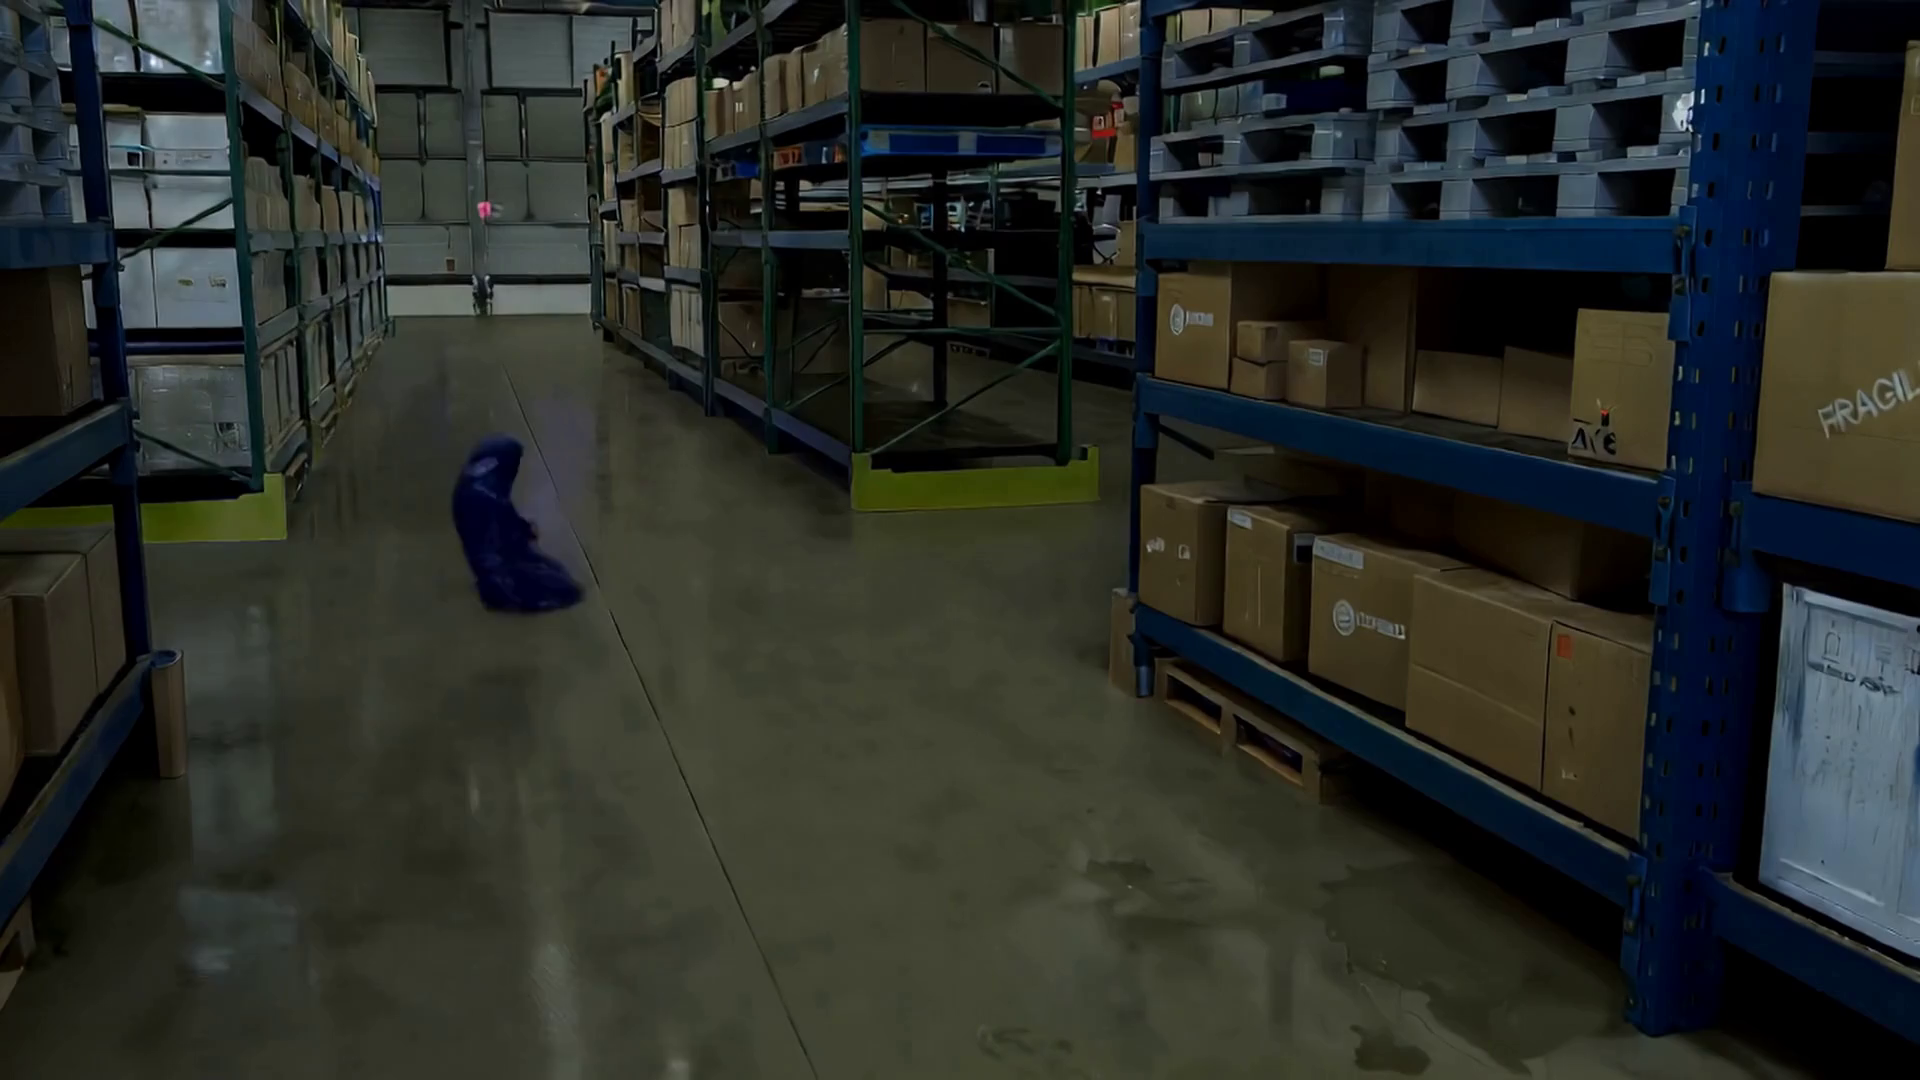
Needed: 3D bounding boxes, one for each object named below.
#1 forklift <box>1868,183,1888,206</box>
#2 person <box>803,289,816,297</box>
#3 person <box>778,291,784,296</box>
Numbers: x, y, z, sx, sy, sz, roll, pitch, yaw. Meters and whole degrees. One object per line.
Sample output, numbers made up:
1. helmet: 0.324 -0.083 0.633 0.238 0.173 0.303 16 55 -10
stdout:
1. forklift: 5.088 -0.917 10.096 1.129 2.768 1.873 -3 11 -17
2. person: -3.379 -5.114 35.659 0.602 1.949 0.390 5 12 27
3. person: -3.617 -4.525 32.994 0.486 1.745 0.295 3 11 14
